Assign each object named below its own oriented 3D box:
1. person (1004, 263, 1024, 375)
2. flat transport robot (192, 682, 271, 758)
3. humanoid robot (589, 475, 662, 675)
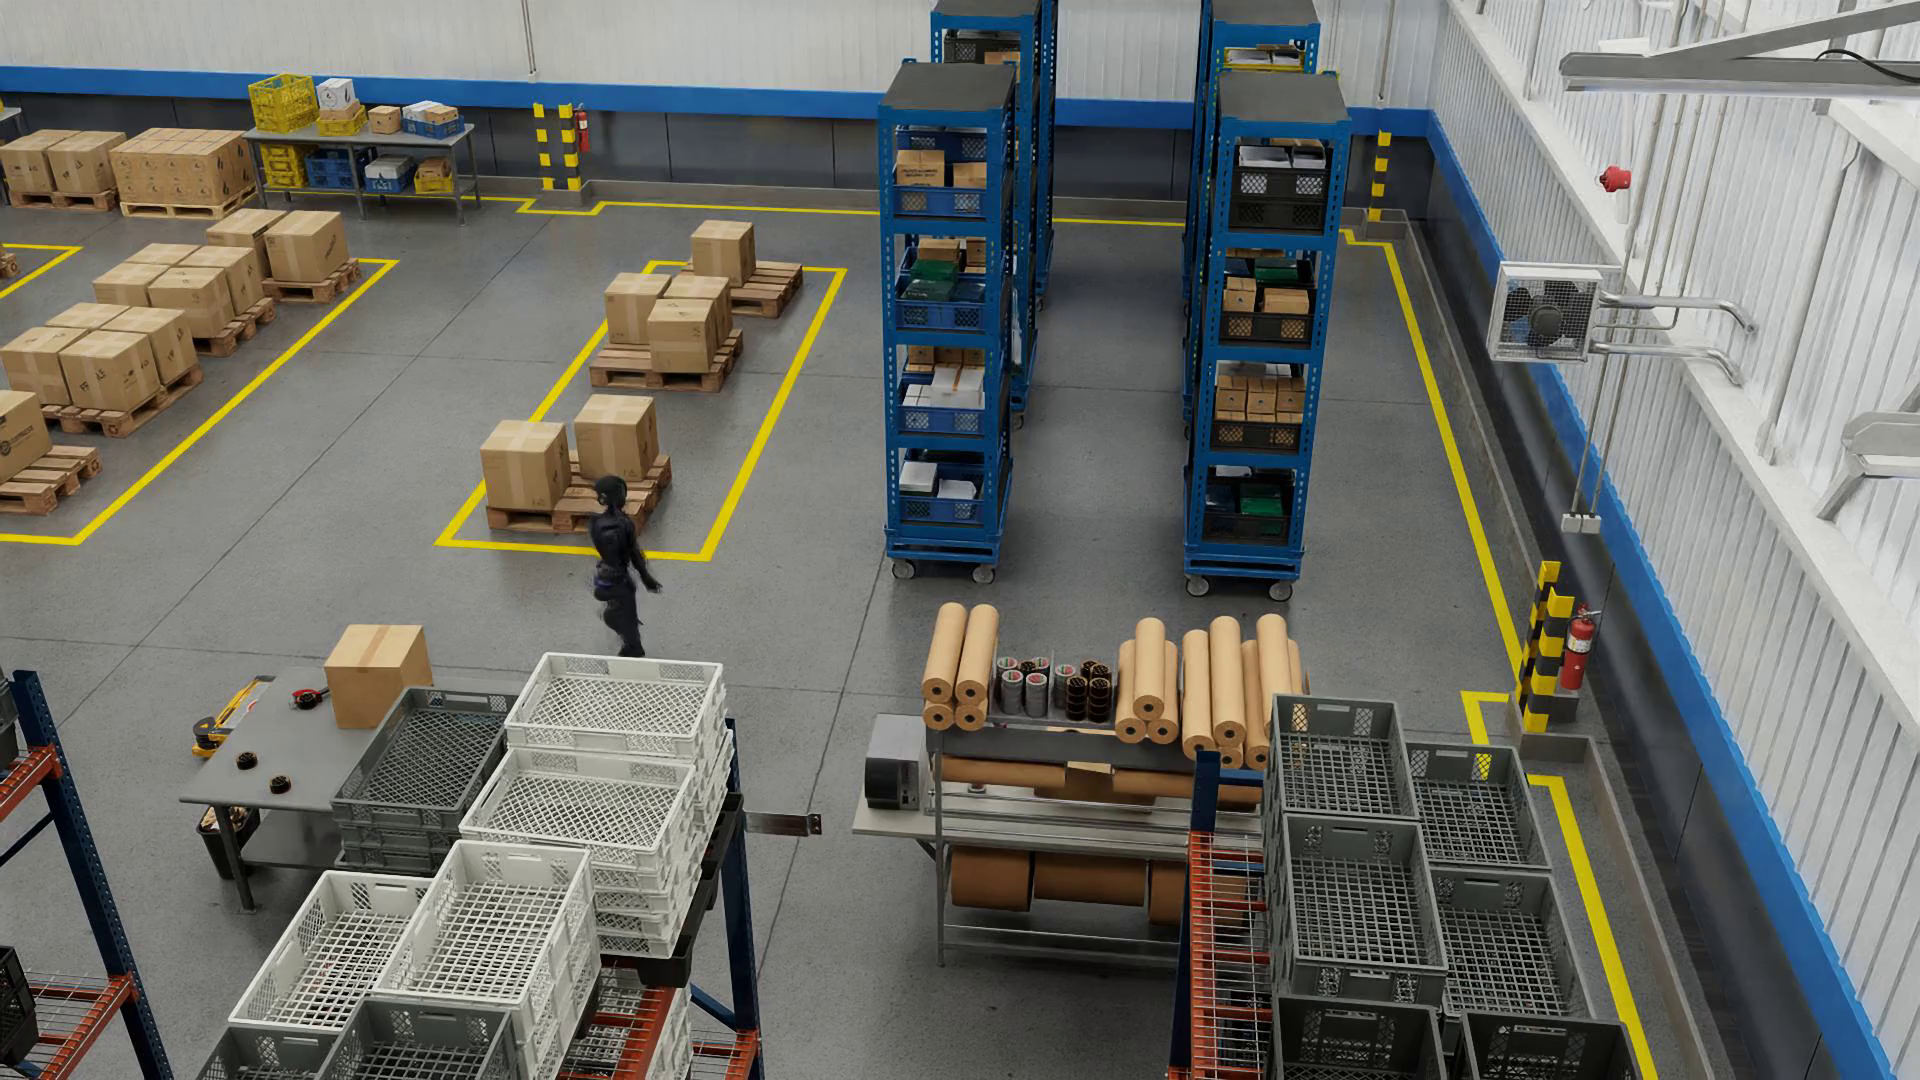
[{"bbox_3d":[0.204,-1.461,13.601,0.655,1.859,0.472,-19,35,-29],"label":"person"},{"bbox_3d":[-4.089,1.163,10.648,1.431,0.197,0.652,3,30,6],"label":"flat transport robot"},{"bbox_3d":[-2.191,0.355,10.703,0.470,1.636,0.633,-2,30,-3],"label":"humanoid robot"}]
